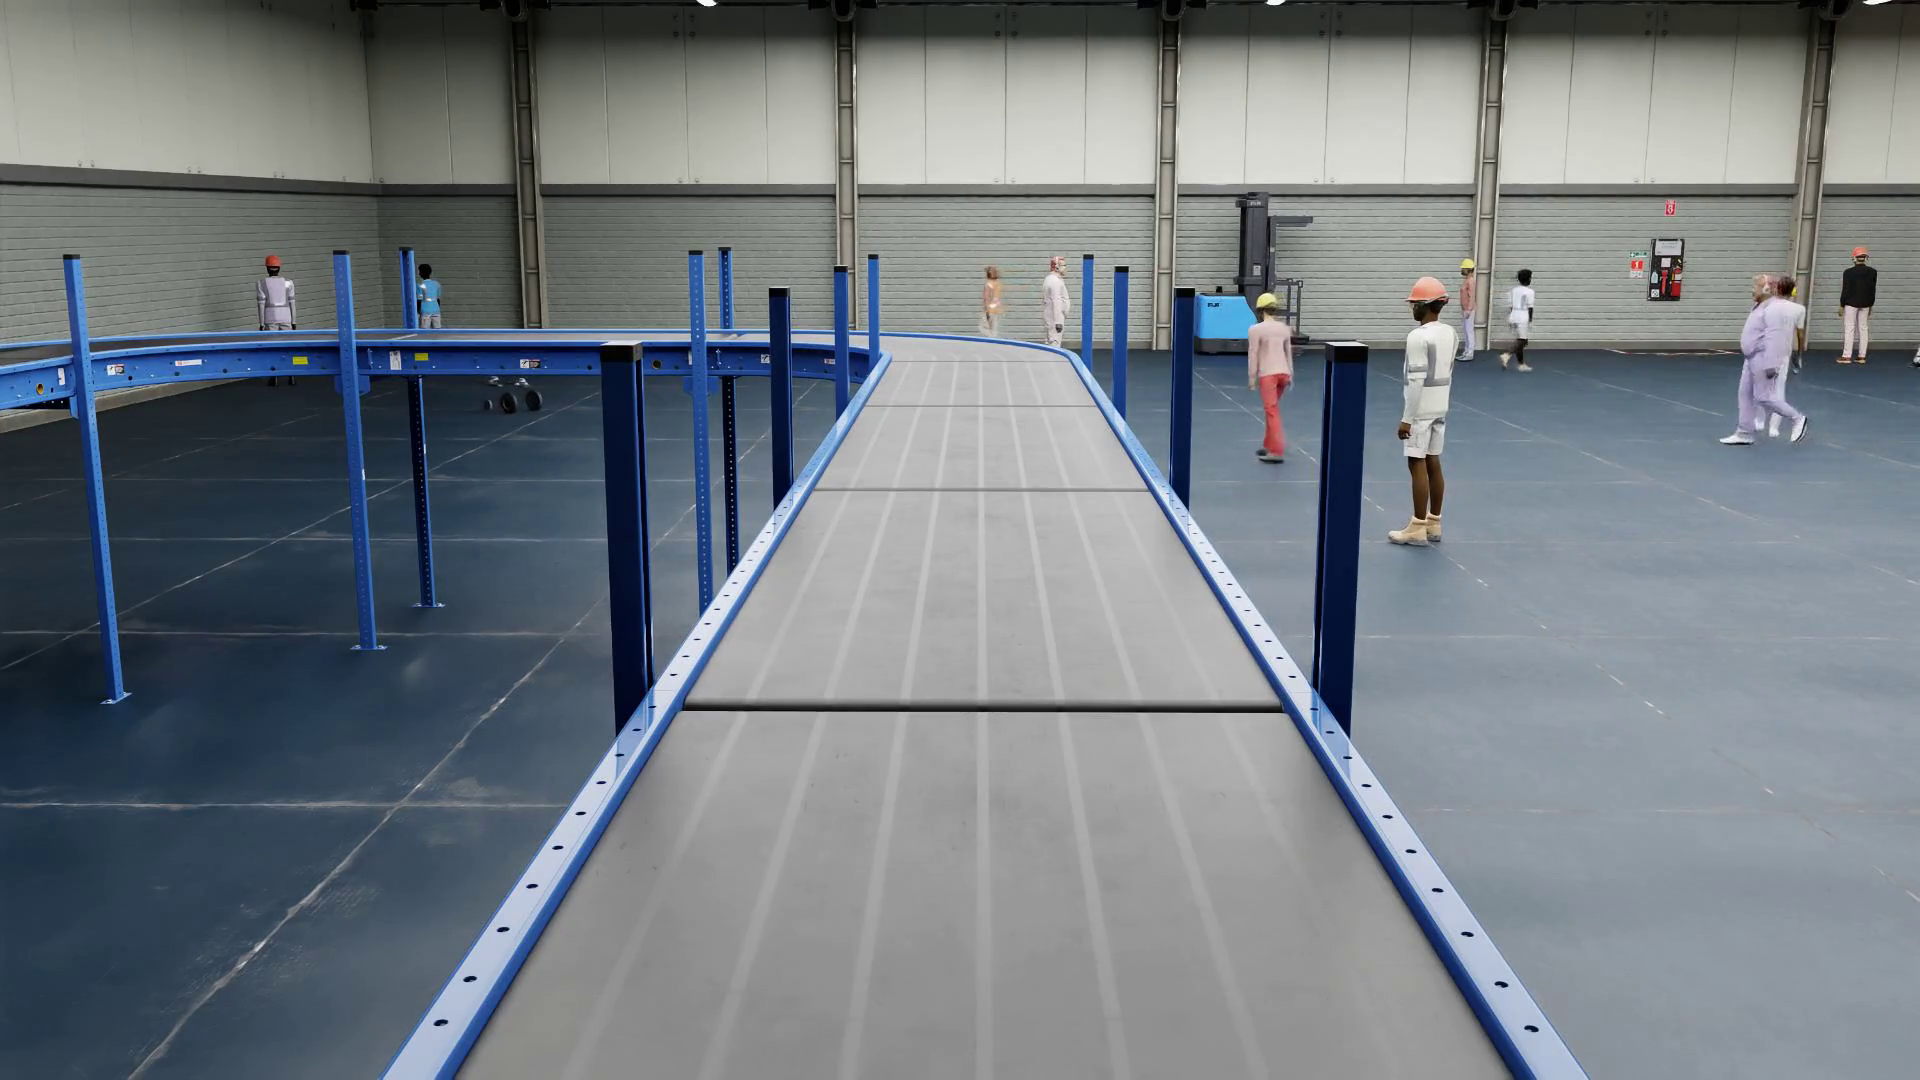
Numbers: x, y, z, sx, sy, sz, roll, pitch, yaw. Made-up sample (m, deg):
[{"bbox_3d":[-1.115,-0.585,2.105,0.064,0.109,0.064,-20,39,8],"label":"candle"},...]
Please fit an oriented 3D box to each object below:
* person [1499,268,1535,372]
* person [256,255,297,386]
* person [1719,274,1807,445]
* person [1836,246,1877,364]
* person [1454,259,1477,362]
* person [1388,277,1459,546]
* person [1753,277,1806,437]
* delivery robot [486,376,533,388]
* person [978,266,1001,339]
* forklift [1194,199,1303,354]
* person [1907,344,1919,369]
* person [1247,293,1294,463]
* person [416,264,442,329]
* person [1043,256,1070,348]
[{"bbox_3d":[9.004,-3.540,26.854,0.666,1.678,0.540,-4,12,-19],"label":"person"},{"bbox_3d":[-10.229,-3.292,24.911,0.545,1.938,0.361,-8,13,-34],"label":"person"},{"bbox_3d":[8.898,-1.974,18.301,0.769,1.882,0.641,2,11,10],"label":"person"},{"bbox_3d":[15.418,-4.042,28.621,0.618,1.990,0.394,-1,11,-5],"label":"person"},{"bbox_3d":[8.844,-4.009,29.033,0.331,1.768,0.526,2,11,9],"label":"person"},{"bbox_3d":[3.558,-0.992,12.816,0.373,2.042,0.614,10,15,42],"label":"person"},{"bbox_3d":[9.484,-2.134,19.311,0.553,1.801,0.916,5,12,23],"label":"person"},{"bbox_3d":[-5.873,-2.118,21.636,0.698,0.223,0.335,7,13,33],"label":"delivery robot"},{"bbox_3d":[0.540,-4.077,29.740,0.367,1.626,0.523,7,13,32],"label":"person"},{"bbox_3d":[5.313,-4.851,30.603,1.873,2.768,1.129,0,11,1],"label":"forklift"},{"bbox_3d":[16.222,-3.708,27.453,0.934,1.792,0.586,-3,11,-15],"label":"person"},{"bbox_3d":[3.236,-1.680,17.219,0.528,1.711,0.631,-7,13,-32],"label":"person"},{"bbox_3d":[-9.219,-3.939,28.853,0.318,1.698,0.533,6,13,30],"label":"person"},{"bbox_3d":[1.461,-3.319,25.125,0.401,1.910,0.640,-1,11,-6],"label":"person"}]
